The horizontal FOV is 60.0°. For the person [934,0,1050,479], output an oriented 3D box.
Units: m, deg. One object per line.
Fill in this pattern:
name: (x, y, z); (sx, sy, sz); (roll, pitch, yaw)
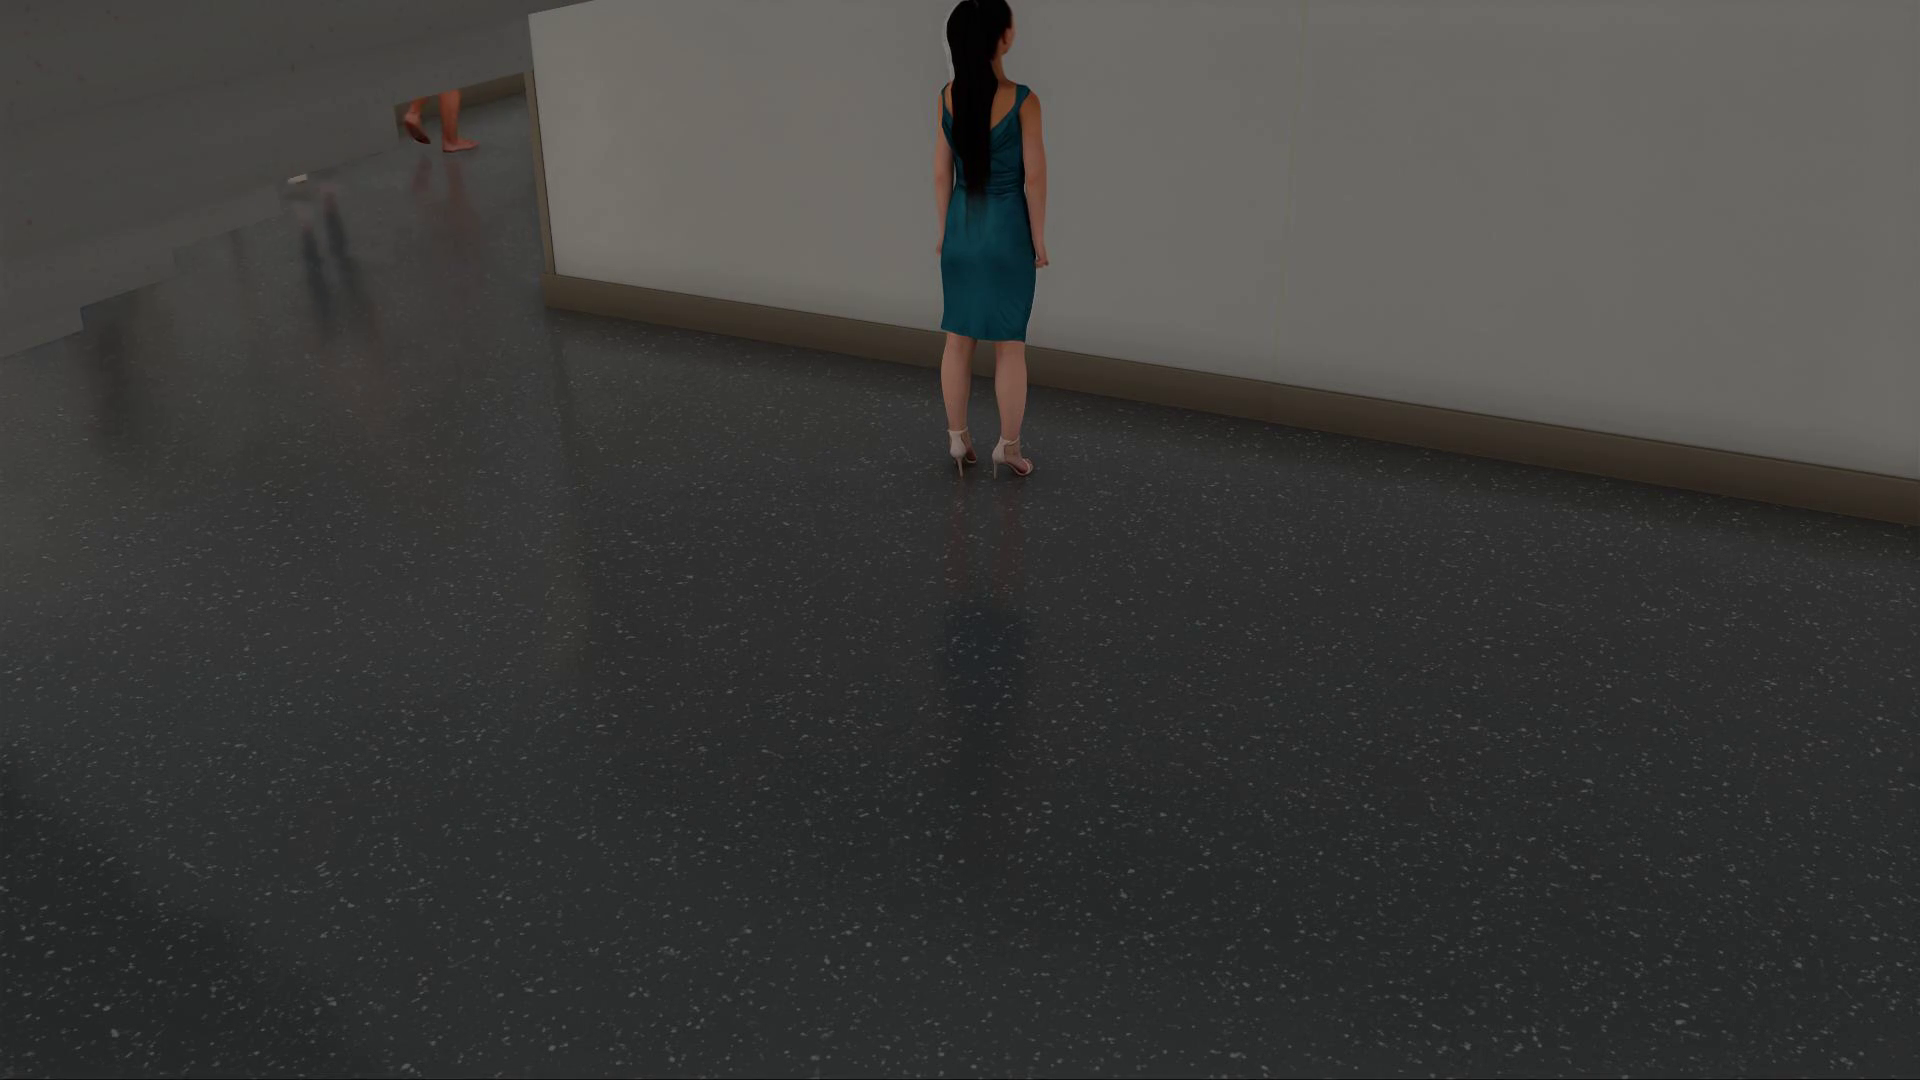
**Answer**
person: (0.092, -1.021, 5.760); (0.414, 1.686, 0.618); (10, 28, 20)
